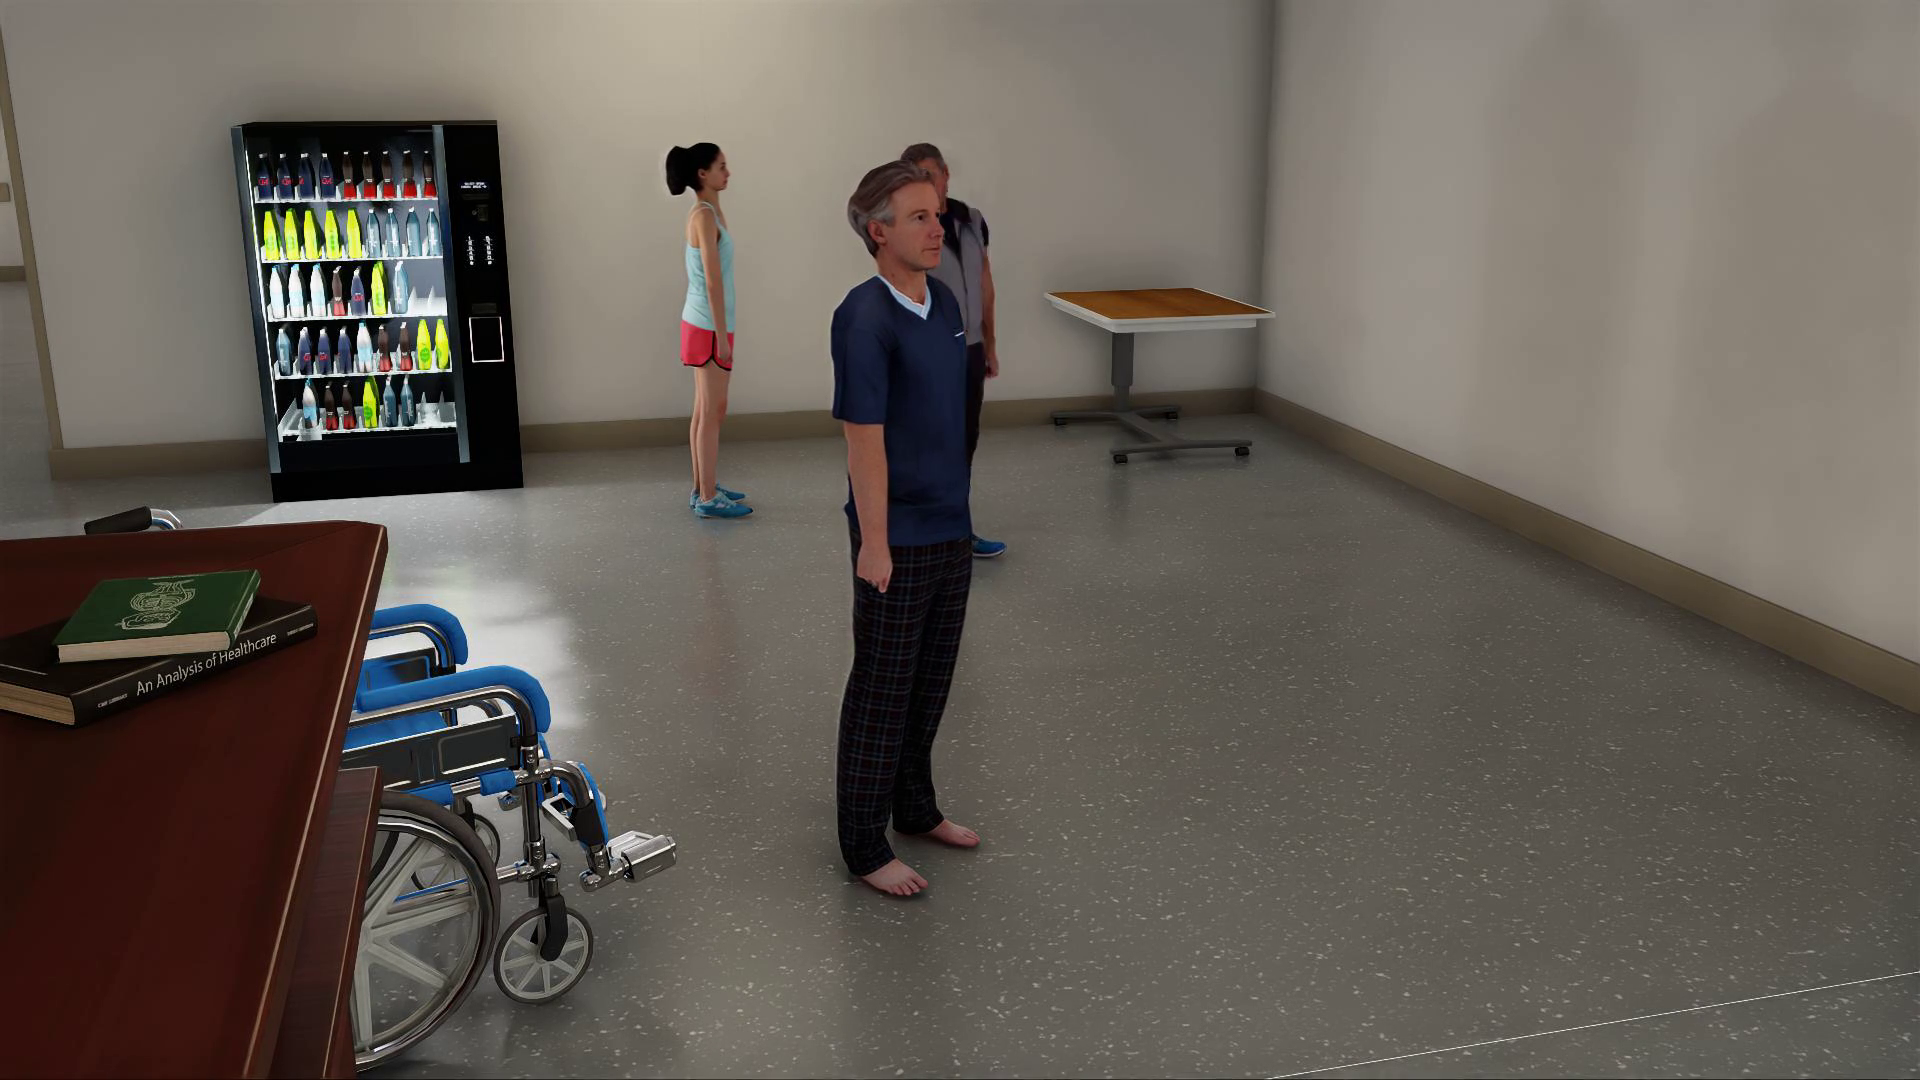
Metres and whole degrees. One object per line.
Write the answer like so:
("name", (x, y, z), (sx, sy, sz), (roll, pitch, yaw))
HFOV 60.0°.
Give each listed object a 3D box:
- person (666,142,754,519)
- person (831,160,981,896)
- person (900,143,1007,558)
("person", (-1.188, -0.997, 7.950), (0.543, 1.764, 0.592), (-4, 16, -13))
("person", (-0.141, -0.030, 4.323), (0.776, 1.871, 0.722), (9, 18, 28))
("person", (-0.057, -0.780, 7.116), (0.961, 1.799, 0.821), (8, 18, 27))
